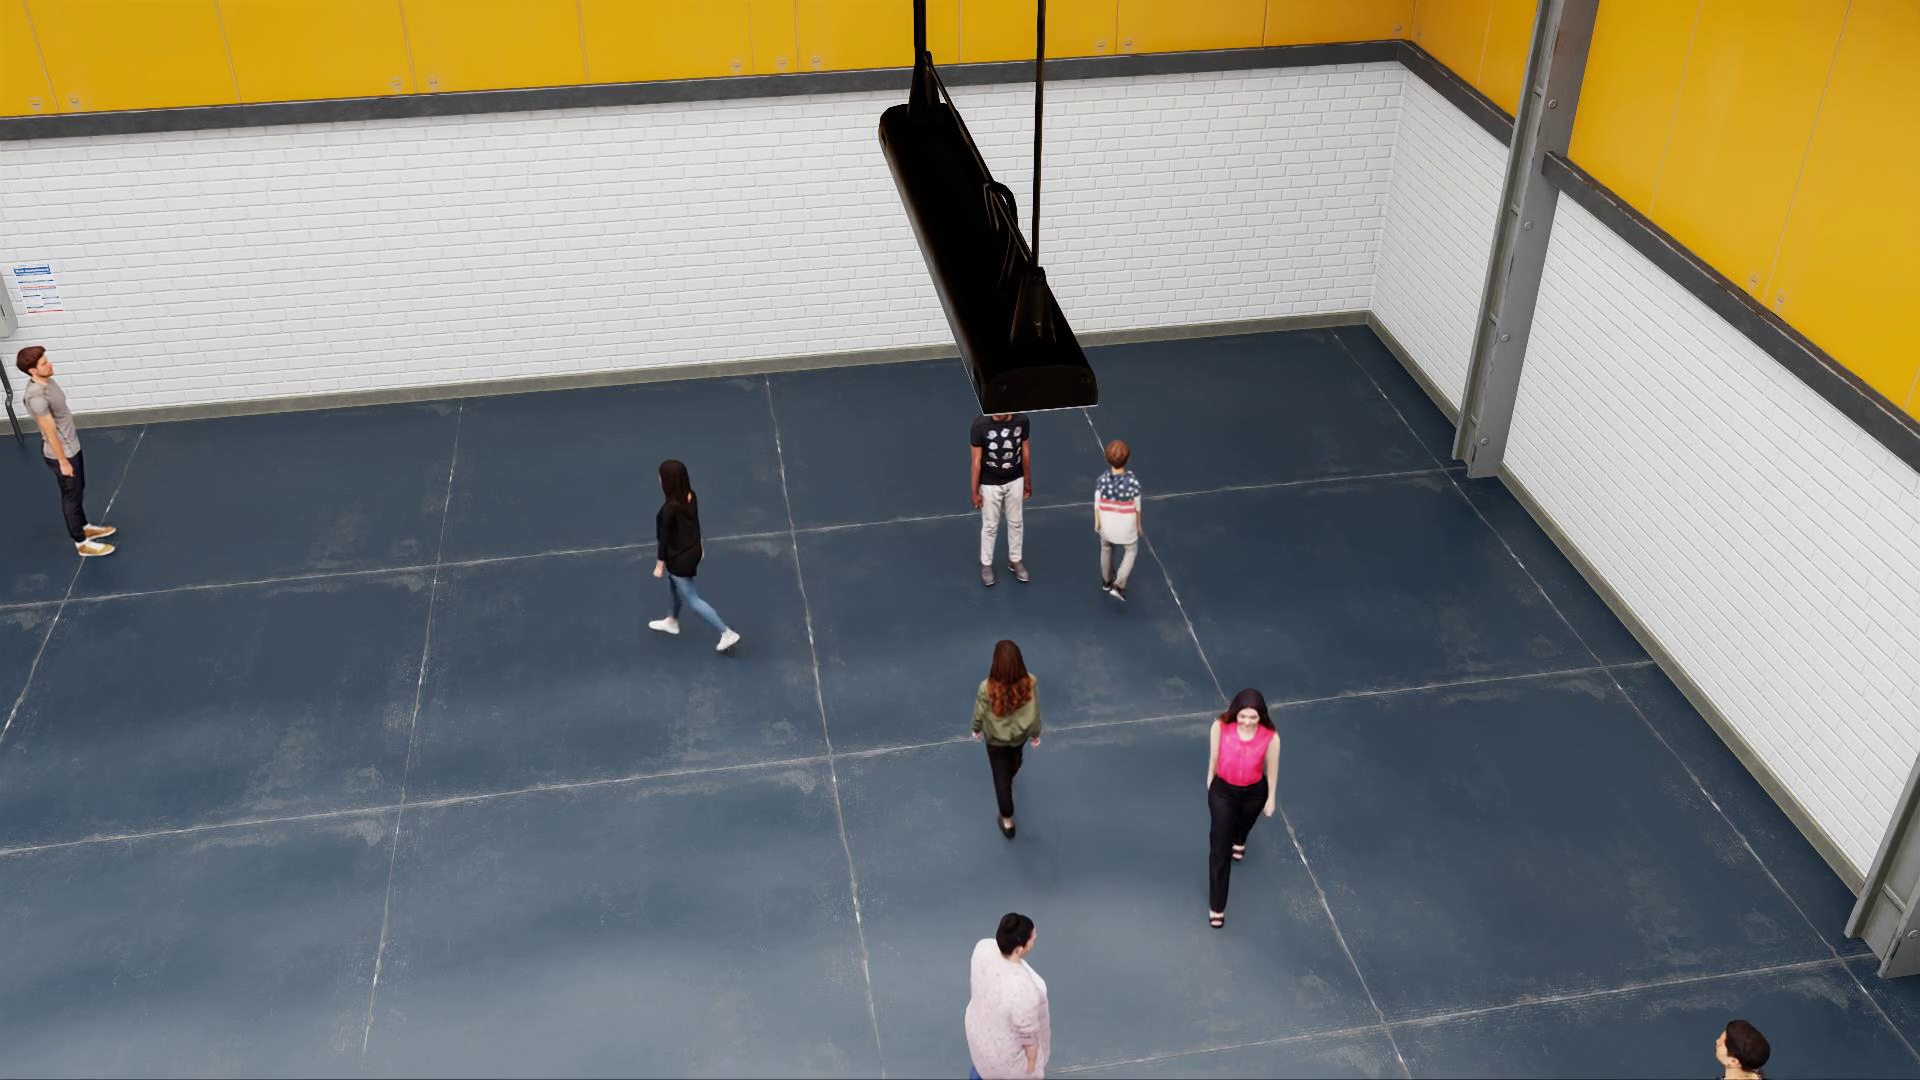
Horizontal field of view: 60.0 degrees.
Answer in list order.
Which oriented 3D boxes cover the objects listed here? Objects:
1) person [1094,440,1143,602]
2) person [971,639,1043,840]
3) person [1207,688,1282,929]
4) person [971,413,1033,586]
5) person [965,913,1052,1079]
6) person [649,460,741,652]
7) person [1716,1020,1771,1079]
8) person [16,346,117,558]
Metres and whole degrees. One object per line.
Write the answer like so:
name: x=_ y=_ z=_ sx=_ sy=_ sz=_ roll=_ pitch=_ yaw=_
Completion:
person: x=1.261 y=-0.135 z=13.239 sx=0.735 sy=1.432 sz=0.852 roll=10 pitch=35 yaw=14
person: x=0.331 y=1.344 z=11.005 sx=0.643 sy=1.442 sz=0.934 roll=-8 pitch=34 yaw=-11
person: x=1.770 y=1.559 z=10.525 sx=0.839 sy=1.616 sz=1.185 roll=5 pitch=34 yaw=8
person: x=0.329 y=-0.476 z=13.419 sx=0.684 sy=1.801 sz=0.646 roll=-9 pitch=35 yaw=-14
person: x=0.221 y=2.613 z=8.825 sx=0.827 sy=1.742 sz=0.694 roll=-18 pitch=38 yaw=-25
person: x=-2.049 y=0.151 z=12.642 sx=0.952 sy=1.618 sz=1.071 roll=10 pitch=35 yaw=14
person: x=3.756 y=3.067 z=8.177 sx=0.753 sy=1.702 sz=0.786 roll=-28 pitch=43 yaw=-35
person: x=-7.425 y=-0.749 z=13.747 sx=0.752 sy=1.893 sz=0.537 roll=-11 pitch=35 yaw=-17
